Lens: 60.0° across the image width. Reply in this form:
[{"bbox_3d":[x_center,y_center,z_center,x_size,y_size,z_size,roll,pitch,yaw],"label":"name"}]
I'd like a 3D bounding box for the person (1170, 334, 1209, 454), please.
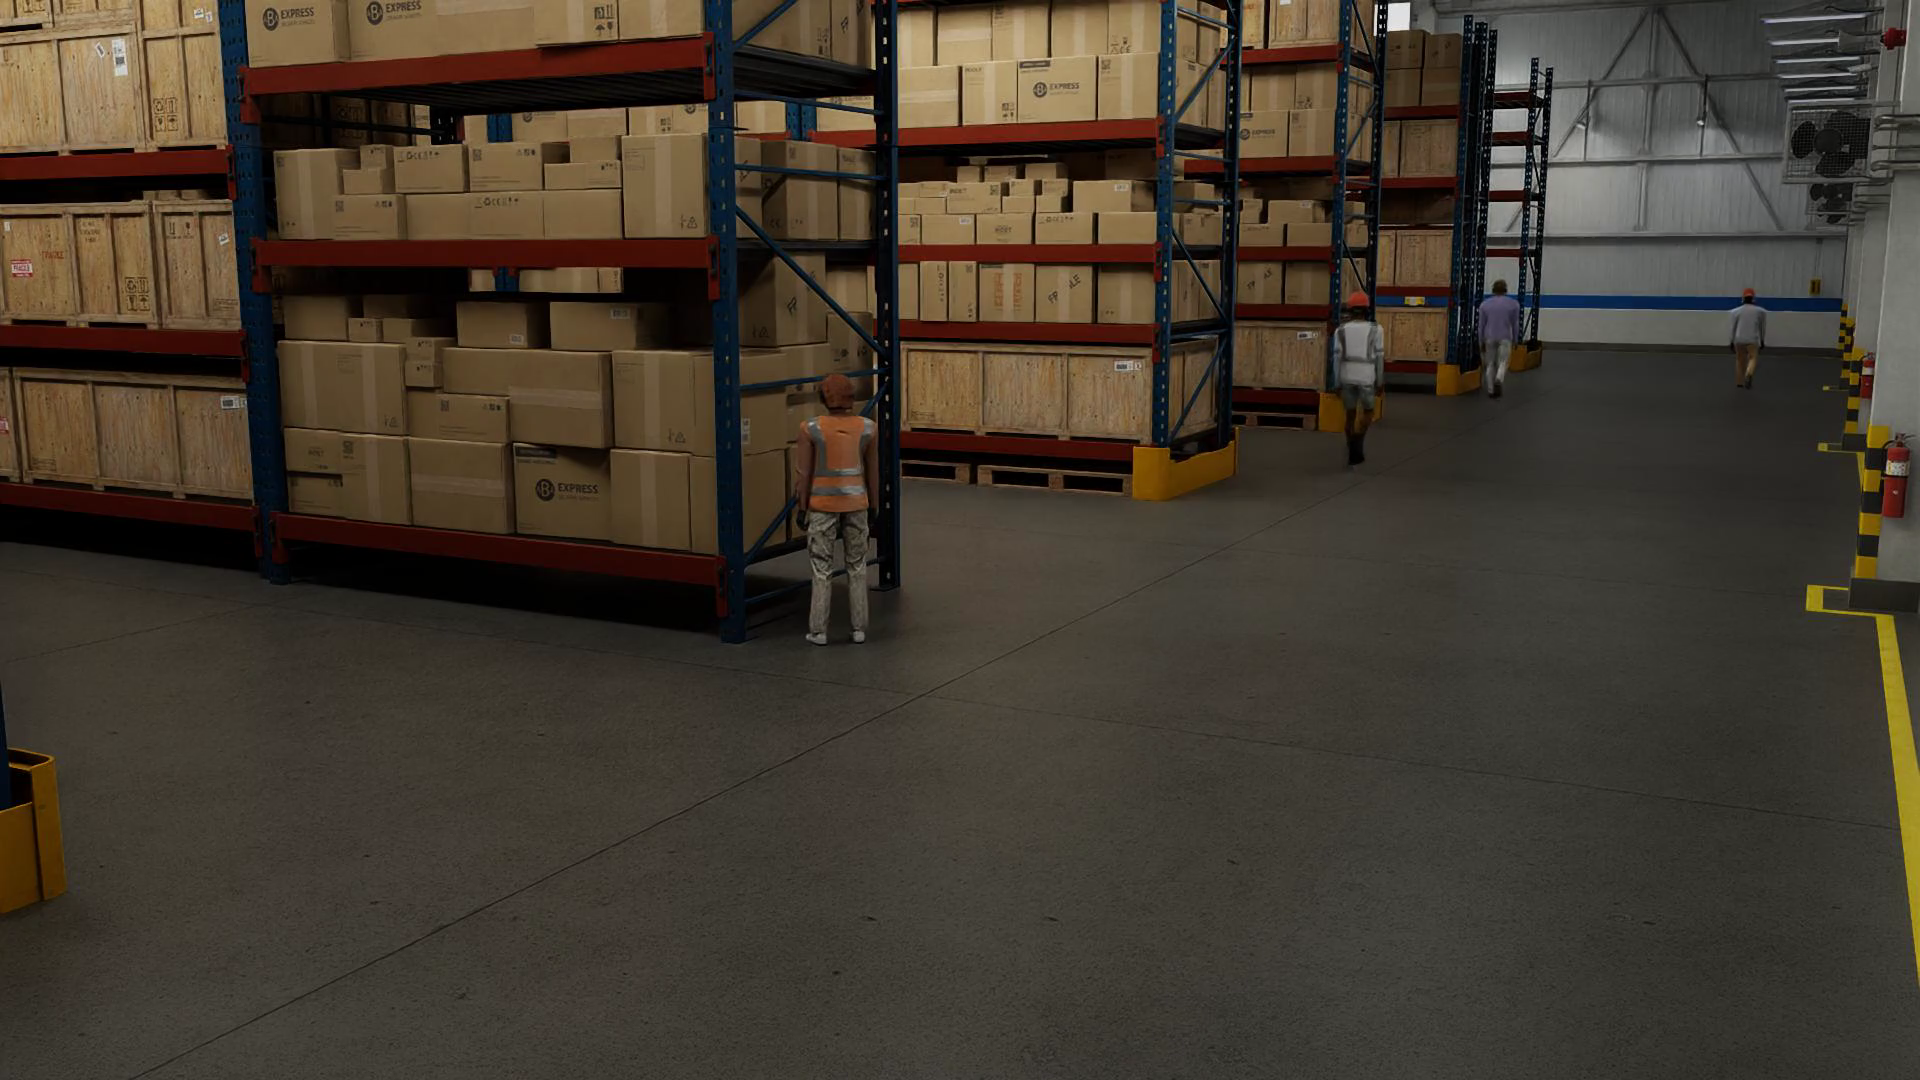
[{"bbox_3d":[2.659,-1.940,19.251,0.614,1.925,0.802,-6,11,-31],"label":"person"}]

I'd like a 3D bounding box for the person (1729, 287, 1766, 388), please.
[{"bbox_3d":[13.503,-3.459,28.553,0.581,1.737,0.531,5,11,29],"label":"person"}]

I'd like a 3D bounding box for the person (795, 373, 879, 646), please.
[{"bbox_3d":[-0.726,-0.177,9.889,0.518,1.631,0.317,-4,10,-21],"label":"person"}]

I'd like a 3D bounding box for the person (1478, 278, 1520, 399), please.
[{"bbox_3d":[8.555,-3.192,26.479,0.644,1.927,0.558,5,11,25],"label":"person"}]

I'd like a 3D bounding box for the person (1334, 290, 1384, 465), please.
[{"bbox_3d":[4.377,-1.771,18.277,0.568,1.921,0.476,5,11,27],"label":"person"}]
